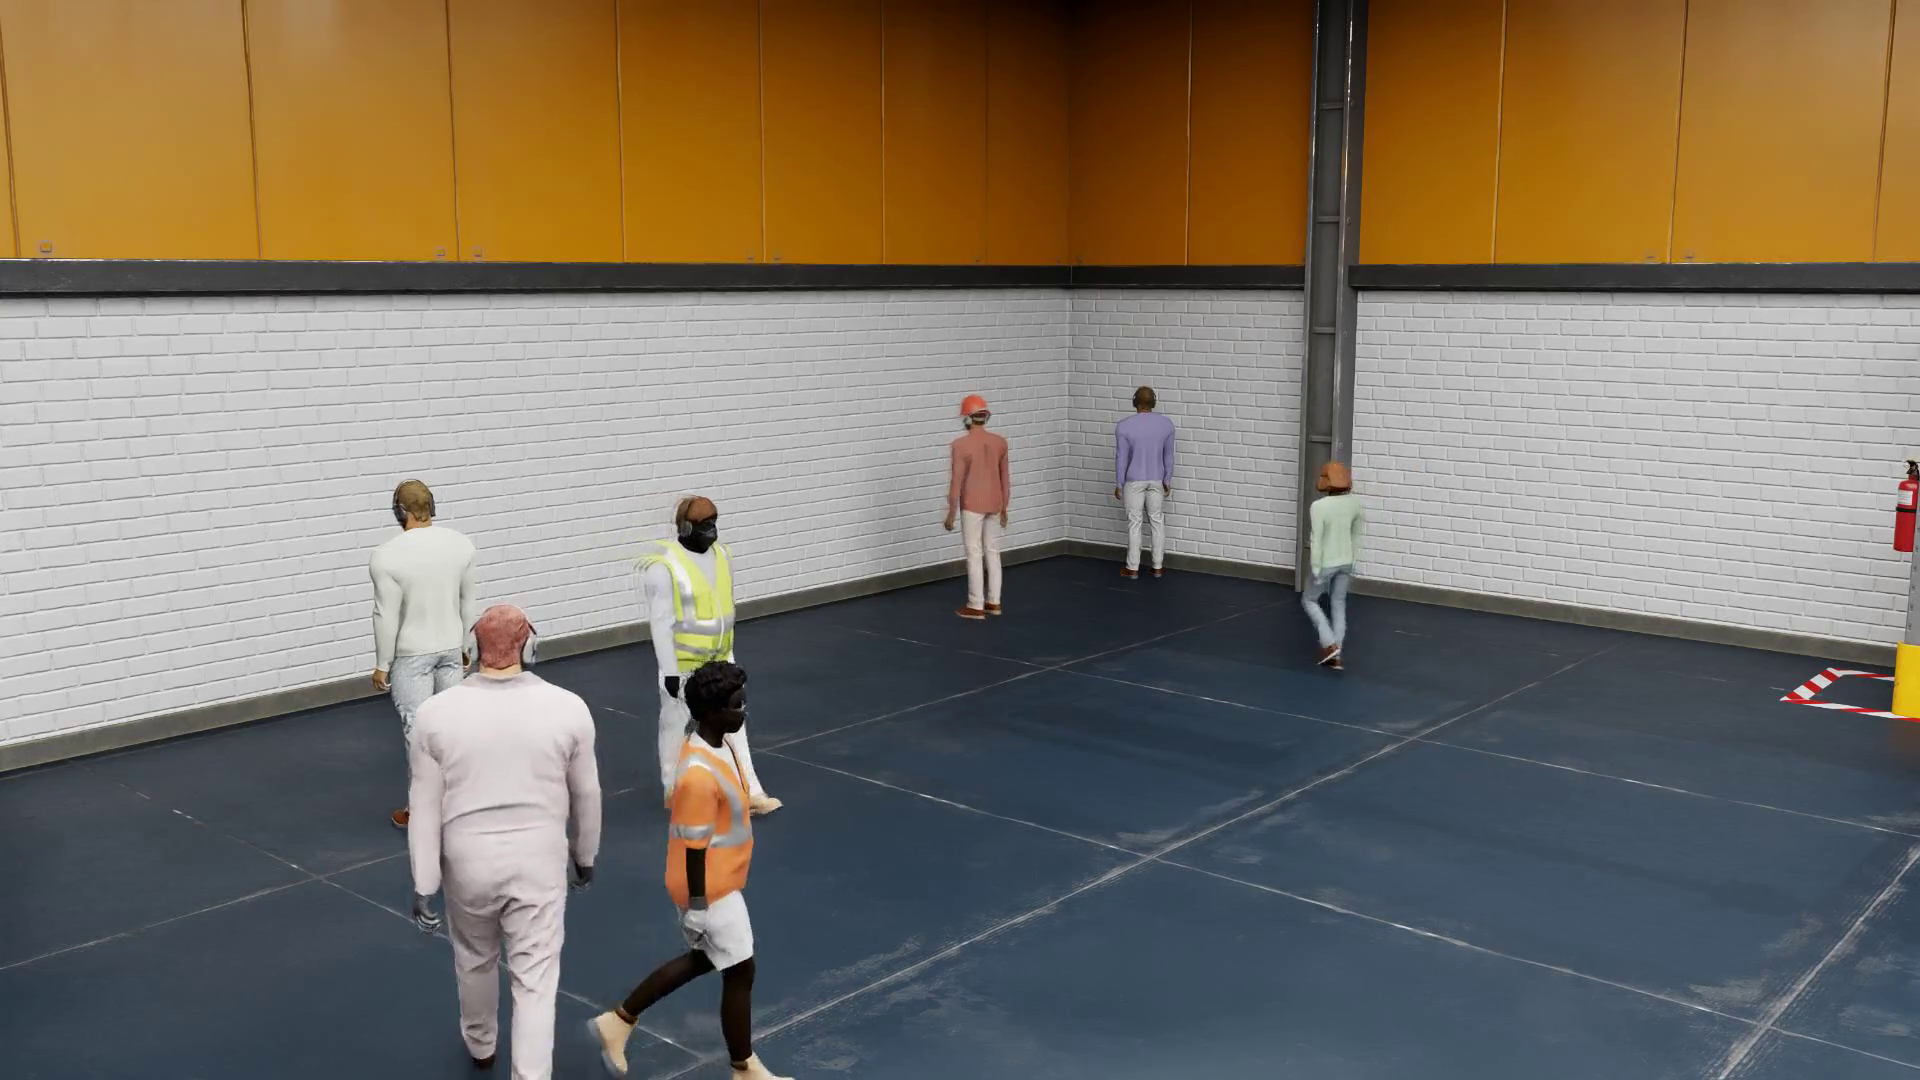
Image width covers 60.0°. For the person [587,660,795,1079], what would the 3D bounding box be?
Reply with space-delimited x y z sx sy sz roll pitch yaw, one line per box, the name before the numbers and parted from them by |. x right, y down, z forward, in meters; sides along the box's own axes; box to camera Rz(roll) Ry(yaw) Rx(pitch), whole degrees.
person | -0.990 1.243 6.064 0.720 1.668 0.527 -1 9 -6

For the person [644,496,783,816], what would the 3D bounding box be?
person | -1.364 0.675 9.185 0.847 1.812 0.654 7 12 38

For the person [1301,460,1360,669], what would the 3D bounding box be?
person | 2.850 0.193 12.826 0.505 1.622 0.342 -4 10 -26

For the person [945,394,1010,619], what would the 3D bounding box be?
person | 0.158 -0.299 14.752 0.616 1.993 0.392 -7 12 -39

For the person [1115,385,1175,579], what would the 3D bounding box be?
person | 1.837 -0.575 16.645 0.632 1.940 0.368 -3 9 -16

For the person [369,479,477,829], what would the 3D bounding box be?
person | -2.932 0.627 9.115 0.373 1.935 0.627 7 12 38

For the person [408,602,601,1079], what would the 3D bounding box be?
person | -1.651 1.143 6.088 0.660 1.861 0.940 -2 9 -14
